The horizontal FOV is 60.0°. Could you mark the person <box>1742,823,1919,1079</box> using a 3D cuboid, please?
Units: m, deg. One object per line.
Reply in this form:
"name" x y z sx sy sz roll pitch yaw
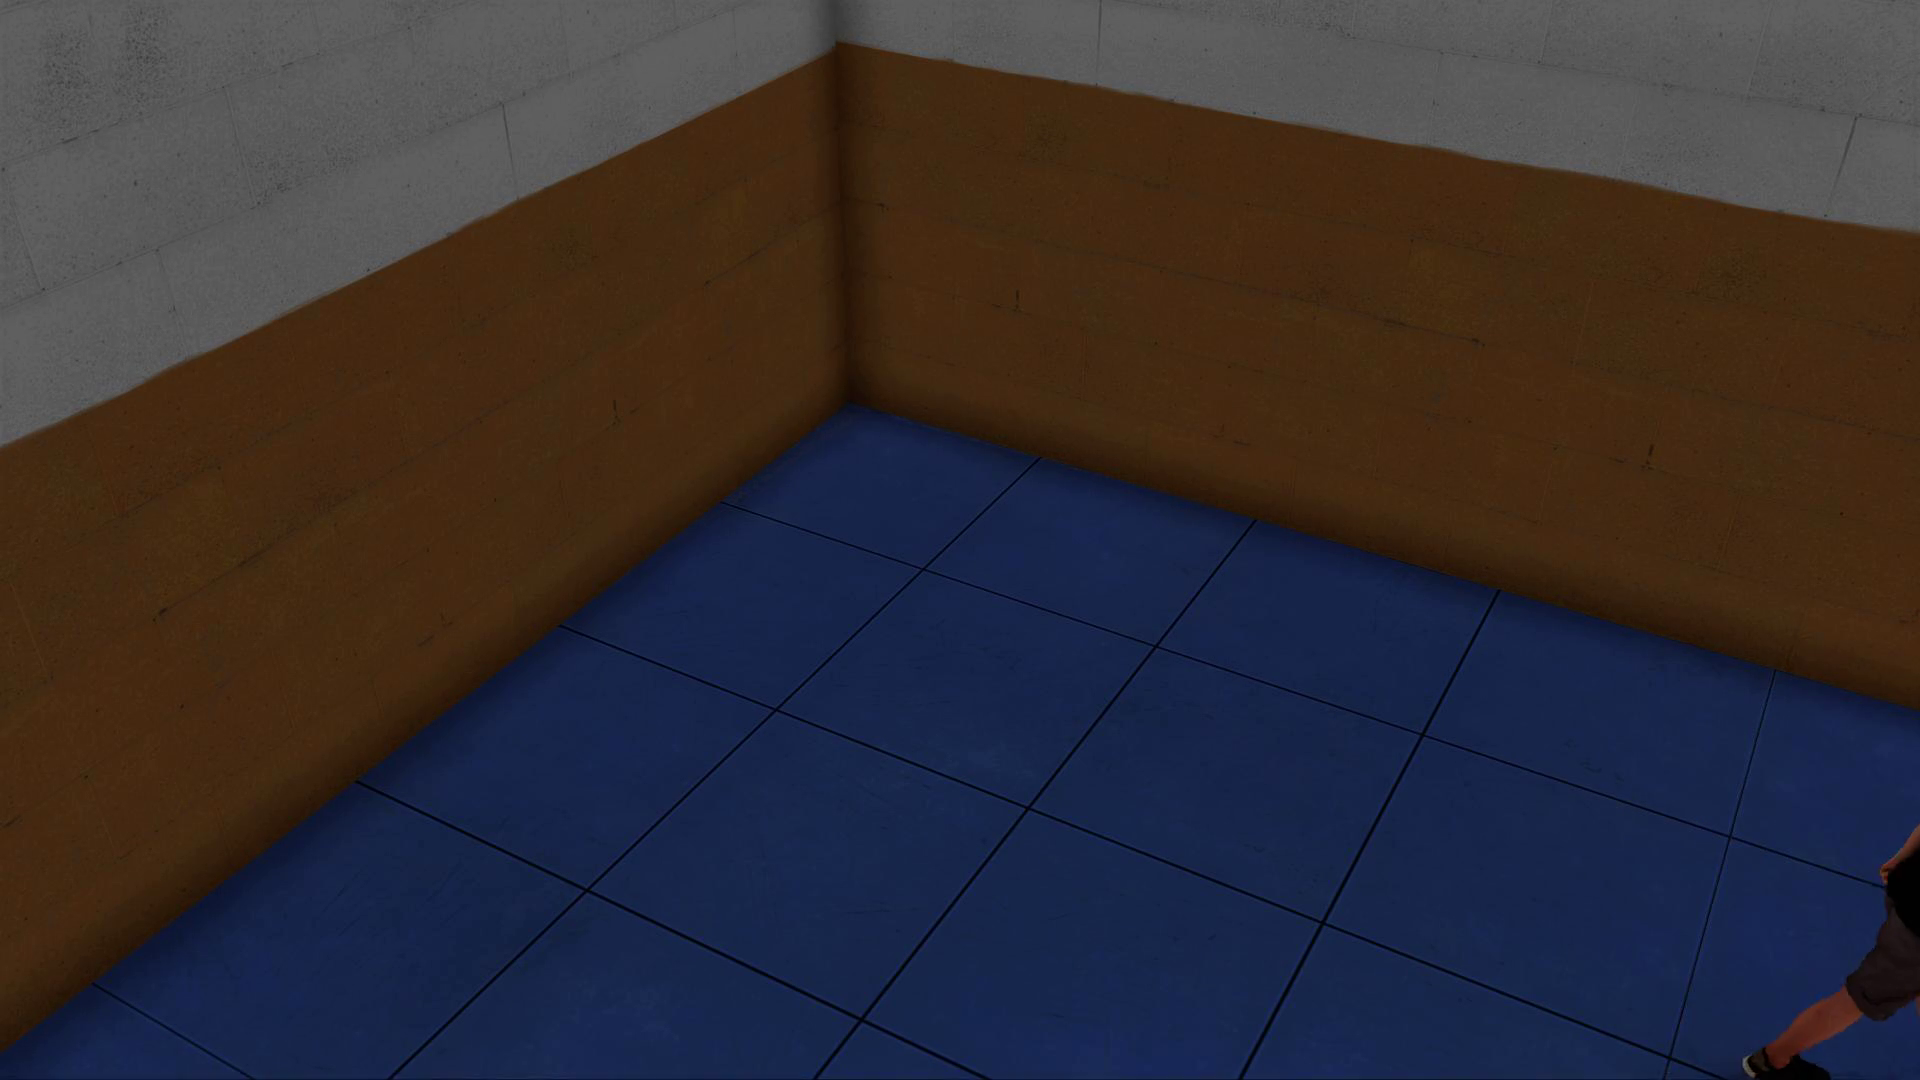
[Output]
"person" 3.121 1.213 5.495 1.004 1.814 1.207 4 34 6
